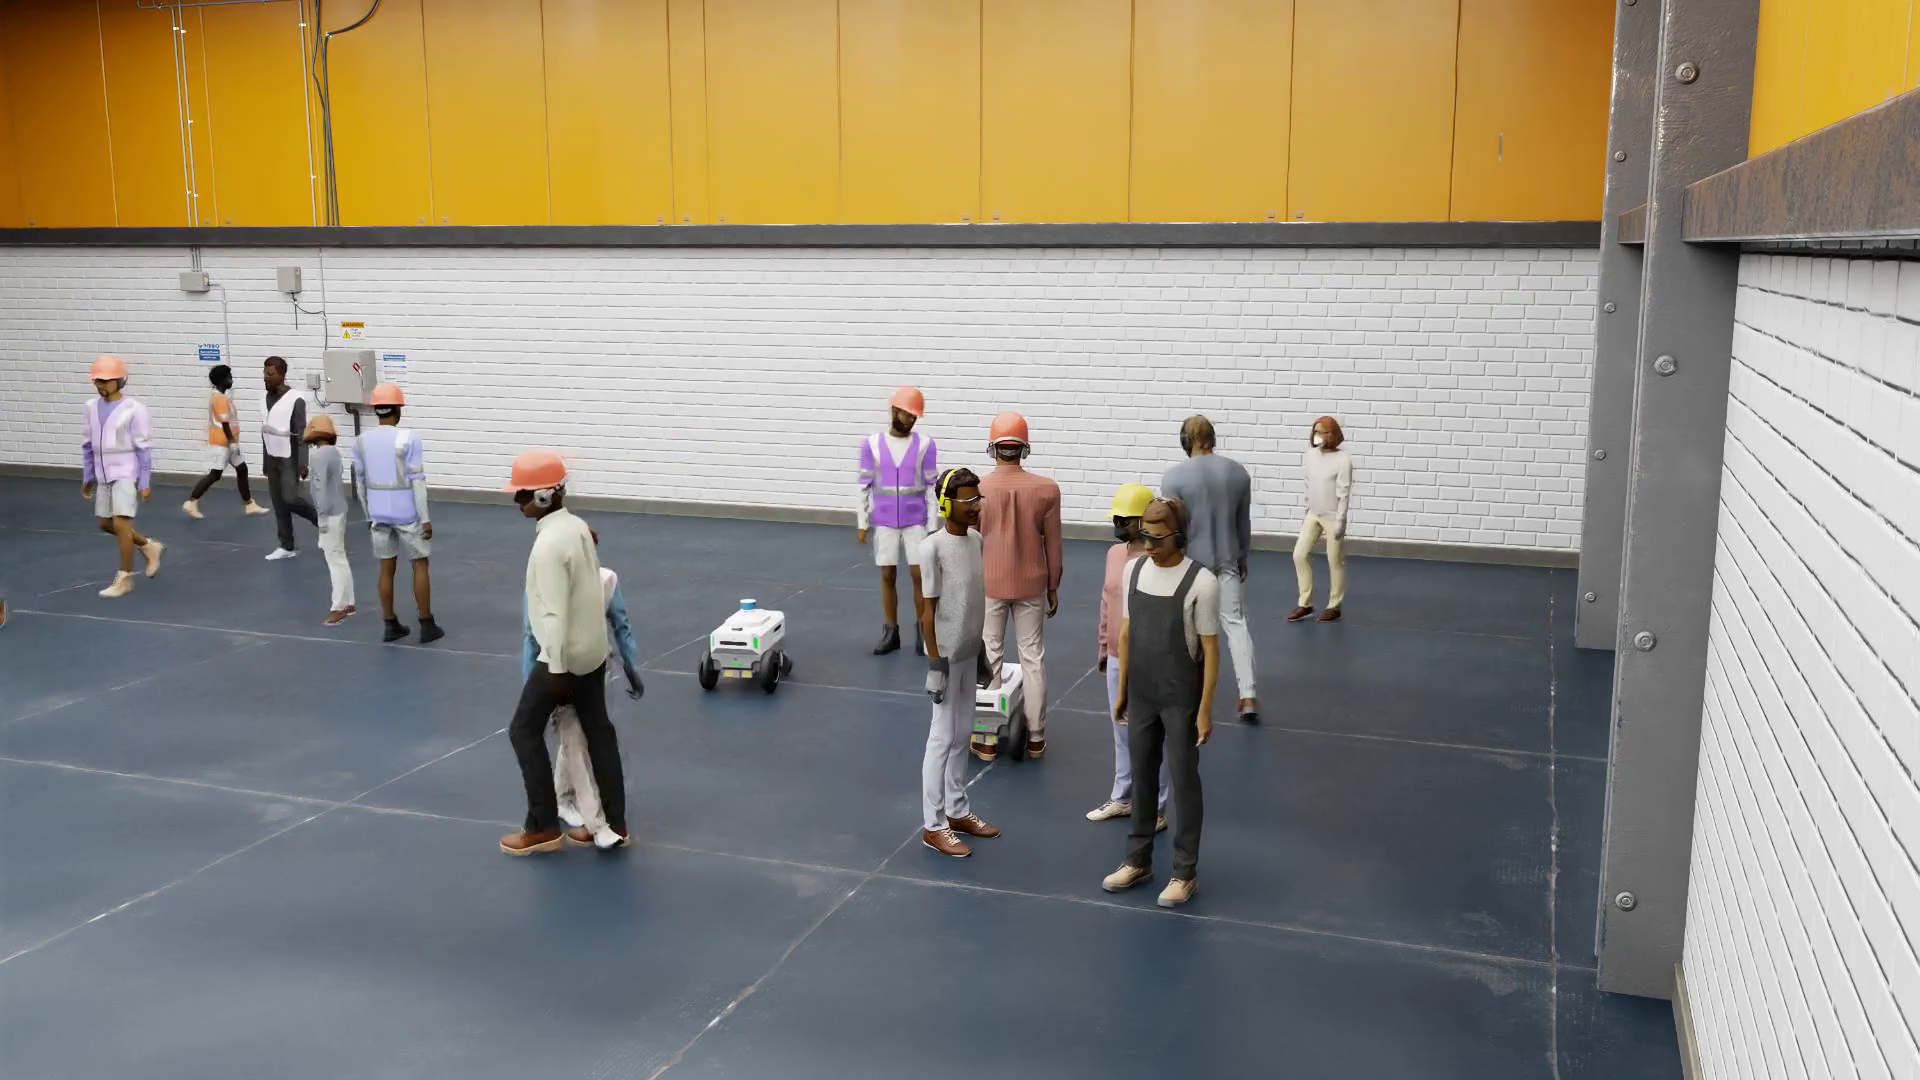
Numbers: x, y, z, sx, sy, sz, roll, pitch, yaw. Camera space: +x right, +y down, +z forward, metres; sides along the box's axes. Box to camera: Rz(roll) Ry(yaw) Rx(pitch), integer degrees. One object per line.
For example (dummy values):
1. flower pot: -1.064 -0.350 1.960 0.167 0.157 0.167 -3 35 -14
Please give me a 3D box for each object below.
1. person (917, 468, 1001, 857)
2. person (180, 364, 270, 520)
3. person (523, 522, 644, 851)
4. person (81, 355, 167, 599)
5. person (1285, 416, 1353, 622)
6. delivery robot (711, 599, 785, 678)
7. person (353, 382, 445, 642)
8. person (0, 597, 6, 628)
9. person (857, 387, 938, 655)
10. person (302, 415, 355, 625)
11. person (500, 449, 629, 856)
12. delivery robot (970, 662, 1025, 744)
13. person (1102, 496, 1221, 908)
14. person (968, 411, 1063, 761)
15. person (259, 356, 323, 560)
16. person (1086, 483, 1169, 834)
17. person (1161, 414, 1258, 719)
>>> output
1. person: -0.004 0.579 8.055 0.328 1.867 0.513 6 12 29
2. person: -7.935 -1.052 17.798 0.845 1.661 0.529 -3 11 -19
3. person: -1.832 0.698 8.128 0.532 1.591 0.843 -10 14 -43
4. person: -7.024 -0.552 13.974 0.627 2.025 0.772 3 11 19
5. person: 2.759 -0.149 12.827 0.585 1.610 0.530 -7 12 -33
6. delivery robot: -1.415 0.640 11.134 0.477 0.478 0.707 2 10 9
7. person: -4.147 -0.195 12.239 0.585 1.927 0.396 2 10 13
8. person: -7.482 -0.189 12.414 0.535 1.855 0.409 1 10 3
9. person: -0.438 -0.129 11.905 0.588 1.915 0.360 0 10 1
10. person: -4.952 -0.163 12.976 0.325 1.599 0.630 -1 10 -4
11. person: -1.958 0.540 7.982 0.740 1.960 0.631 1 10 8
12. delivery robot: 0.176 0.894 9.702 0.477 0.478 0.707 2 10 12
13. person: 0.907 0.710 7.396 0.507 1.839 0.351 9 13 41
14. person: 0.279 0.266 9.451 0.612 1.994 0.376 -2 10 -9
15. person: -6.263 -0.777 15.577 0.587 1.905 0.582 7 12 33
16. person: 0.858 0.592 8.263 0.310 1.768 0.533 -6 12 -32
17. person: 1.571 0.161 10.406 0.669 1.879 1.054 -4 11 -21
